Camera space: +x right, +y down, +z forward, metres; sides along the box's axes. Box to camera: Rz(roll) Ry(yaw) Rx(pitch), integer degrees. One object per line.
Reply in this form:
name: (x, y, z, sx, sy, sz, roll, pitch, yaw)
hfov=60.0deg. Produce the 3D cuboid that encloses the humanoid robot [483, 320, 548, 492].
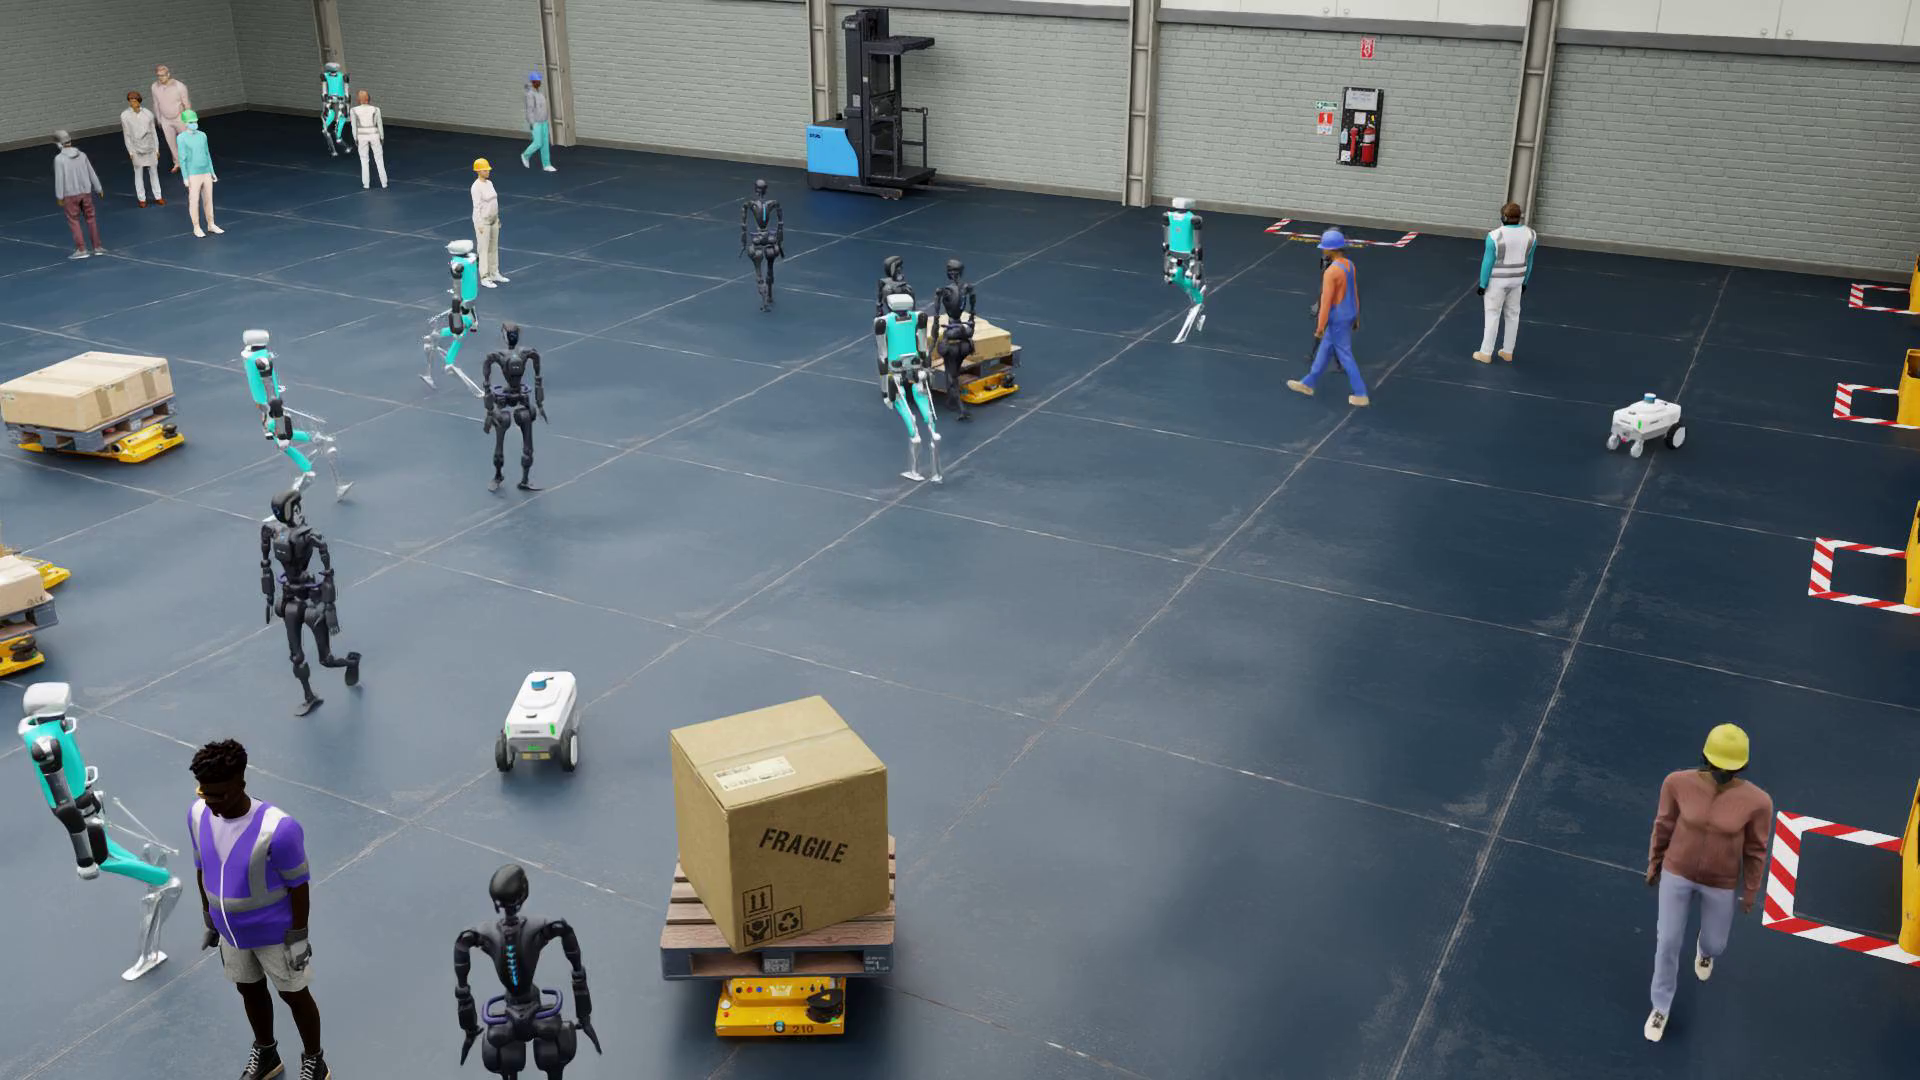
humanoid robot: (-4.120, -1.230, 15.251, 0.597, 1.647, 0.446, -14, 27, -30)

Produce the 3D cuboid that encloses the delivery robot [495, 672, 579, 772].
delivery robot: (-2.775, 1.173, 11.052, 0.499, 0.580, 0.766, 0, 23, -1)

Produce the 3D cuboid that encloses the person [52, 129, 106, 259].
person: (-12.582, -4.950, 23.756, 0.395, 1.804, 0.713, 15, 28, 32)

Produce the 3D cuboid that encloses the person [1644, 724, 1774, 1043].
person: (3.757, 1.666, 8.408, 0.534, 1.749, 0.663, 12, 26, 27)

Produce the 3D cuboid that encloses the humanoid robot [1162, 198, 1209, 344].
humanoid robot: (2.823, -3.255, 19.919, 0.545, 1.791, 0.910, 19, 30, 37)

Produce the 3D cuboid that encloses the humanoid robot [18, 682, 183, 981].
humanoid robot: (-4.427, 1.544, 8.784, 0.684, 1.837, 0.542, -11, 26, -25)

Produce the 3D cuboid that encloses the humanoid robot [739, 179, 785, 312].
humanoid robot: (-2.541, -3.785, 21.217, 0.587, 1.635, 0.678, -9, 25, -20)

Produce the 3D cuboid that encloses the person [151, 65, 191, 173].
person: (-13.911, -7.431, 29.422, 0.666, 1.891, 0.409, 0, 23, 1)

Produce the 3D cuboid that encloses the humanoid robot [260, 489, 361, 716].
humanoid robot: (-4.512, 0.376, 11.516, 0.598, 1.633, 0.559, 6, 24, 13)

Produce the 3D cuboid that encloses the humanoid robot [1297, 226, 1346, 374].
humanoid robot: (4.110, -2.713, 18.720, 0.675, 1.636, 0.600, 15, 27, 31)

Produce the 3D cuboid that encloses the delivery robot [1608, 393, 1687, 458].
delivery robot: (6.824, -1.153, 16.508, 0.797, 0.614, 0.499, -15, 28, -31)

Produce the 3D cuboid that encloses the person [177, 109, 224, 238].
person: (-11.417, -5.503, 24.940, 0.363, 1.873, 0.518, 15, 27, 31)

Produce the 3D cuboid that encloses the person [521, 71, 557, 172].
person: (-7.545, -7.438, 29.575, 0.526, 1.759, 0.556, 8, 25, 19)

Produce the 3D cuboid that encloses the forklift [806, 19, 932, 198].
forklift: (-1.573, -7.292, 27.850, 1.873, 2.768, 1.129, 12, 26, 25)

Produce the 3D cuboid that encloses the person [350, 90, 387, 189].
person: (-10.049, -6.804, 28.280, 0.508, 1.630, 0.314, -8, 24, -17)

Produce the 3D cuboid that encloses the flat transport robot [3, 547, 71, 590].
flat transport robot: (-7.867, 0.443, 13.131, 0.659, 0.231, 1.431, 9, 25, 20)

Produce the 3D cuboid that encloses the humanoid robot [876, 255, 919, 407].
humanoid robot: (-0.609, -2.198, 17.503, 0.602, 1.635, 0.407, 19, 30, 38)

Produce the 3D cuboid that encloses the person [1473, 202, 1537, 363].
person: (6.210, -2.939, 19.021, 0.621, 1.838, 0.429, -5, 24, -12)

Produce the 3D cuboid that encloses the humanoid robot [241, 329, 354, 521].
humanoid robot: (-5.827, -1.066, 14.829, 0.985, 1.775, 0.530, -17, 28, -34)

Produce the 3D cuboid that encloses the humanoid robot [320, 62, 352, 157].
humanoid robot: (-11.523, -7.860, 30.637, 0.561, 1.755, 1.023, 0, 23, 1)

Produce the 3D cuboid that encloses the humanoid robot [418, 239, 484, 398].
humanoid robot: (-5.578, -2.347, 17.829, 1.008, 1.774, 0.530, 3, 23, 7)

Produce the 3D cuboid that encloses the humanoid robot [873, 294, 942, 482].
humanoid robot: (-0.428, -1.342, 15.469, 0.538, 1.789, 0.814, -10, 25, -23)

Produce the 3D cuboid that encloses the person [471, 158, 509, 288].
person: (-6.325, -4.243, 22.229, 0.316, 1.697, 0.464, 6, 24, 14)

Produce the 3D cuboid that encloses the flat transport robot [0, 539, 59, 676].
flat transport robot: (-7.530, 0.763, 12.387, 1.431, 0.231, 0.659, 18, 29, 36)

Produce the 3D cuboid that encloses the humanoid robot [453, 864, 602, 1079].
humanoid robot: (-1.917, 2.140, 7.386, 0.615, 1.646, 0.391, -4, 24, -10)

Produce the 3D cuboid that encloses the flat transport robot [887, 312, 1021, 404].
flat transport robot: (-0.102, -1.800, 18.354, 1.431, 0.231, 0.659, 20, 30, 39)

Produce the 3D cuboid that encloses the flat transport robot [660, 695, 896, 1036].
flat transport robot: (-0.957, 2.175, 9.099, 0.659, 0.231, 1.431, -1, 23, -2)

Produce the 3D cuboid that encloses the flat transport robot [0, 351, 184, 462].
flat transport robot: (-8.558, -1.019, 16.535, 1.431, 0.231, 0.659, 7, 24, 15)

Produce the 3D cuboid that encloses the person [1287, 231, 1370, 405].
person: (4.015, -2.352, 17.646, 0.964, 1.849, 0.533, 17, 28, 34)

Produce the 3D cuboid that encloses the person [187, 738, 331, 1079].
person: (-3.313, 1.803, 7.820, 0.605, 1.964, 0.368, 7, 24, 15)

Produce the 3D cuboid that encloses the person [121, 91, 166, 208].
person: (-13.212, -6.317, 26.899, 0.504, 1.828, 0.369, -16, 28, -32)

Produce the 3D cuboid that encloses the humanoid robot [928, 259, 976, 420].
humanoid robot: (-0.052, -2.081, 17.277, 0.601, 1.644, 0.654, -13, 26, -27)
